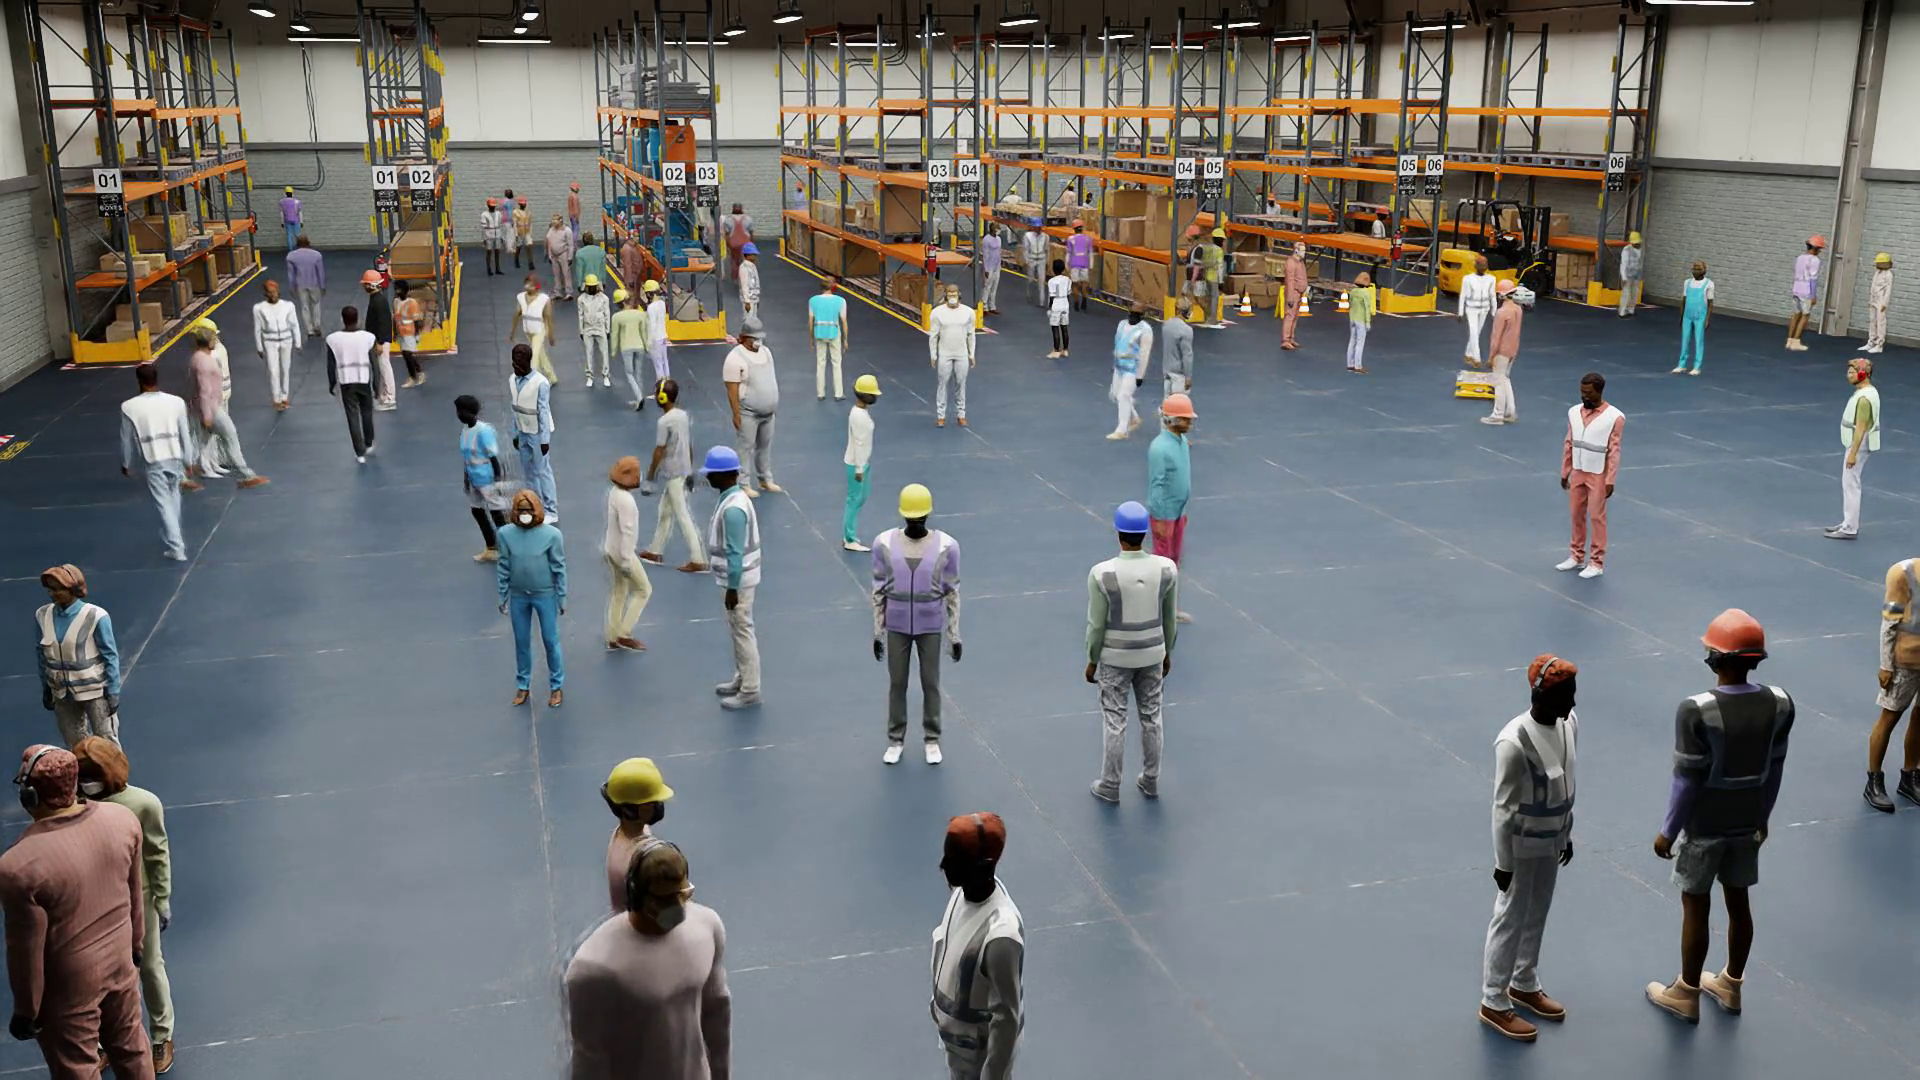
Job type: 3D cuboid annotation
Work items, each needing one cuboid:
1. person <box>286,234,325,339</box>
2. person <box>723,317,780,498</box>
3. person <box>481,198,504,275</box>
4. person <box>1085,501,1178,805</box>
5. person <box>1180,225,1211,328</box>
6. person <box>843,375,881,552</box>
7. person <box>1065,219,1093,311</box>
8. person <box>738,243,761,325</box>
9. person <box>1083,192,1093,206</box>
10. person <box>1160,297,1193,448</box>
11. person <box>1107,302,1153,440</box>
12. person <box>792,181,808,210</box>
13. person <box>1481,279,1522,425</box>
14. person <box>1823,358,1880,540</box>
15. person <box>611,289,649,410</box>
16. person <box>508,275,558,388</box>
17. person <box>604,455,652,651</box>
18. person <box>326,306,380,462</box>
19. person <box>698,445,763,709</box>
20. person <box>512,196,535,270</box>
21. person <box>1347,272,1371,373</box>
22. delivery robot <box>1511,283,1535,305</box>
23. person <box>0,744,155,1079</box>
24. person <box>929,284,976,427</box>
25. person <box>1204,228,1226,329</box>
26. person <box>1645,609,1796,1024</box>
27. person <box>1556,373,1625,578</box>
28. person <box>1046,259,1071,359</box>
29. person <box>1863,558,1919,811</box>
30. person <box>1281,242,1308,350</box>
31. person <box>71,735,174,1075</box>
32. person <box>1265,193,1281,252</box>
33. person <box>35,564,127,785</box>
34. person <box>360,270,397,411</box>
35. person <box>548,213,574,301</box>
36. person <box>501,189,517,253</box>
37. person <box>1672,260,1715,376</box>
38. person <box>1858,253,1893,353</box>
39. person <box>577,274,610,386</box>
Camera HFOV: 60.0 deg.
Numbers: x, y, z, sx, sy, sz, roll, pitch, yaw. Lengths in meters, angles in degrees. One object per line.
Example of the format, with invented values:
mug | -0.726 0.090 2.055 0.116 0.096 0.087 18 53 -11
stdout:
person | -12.161 -4.727 30.960 0.653 1.913 0.810 -6 16 -21
person | -2.281 -1.491 18.546 0.536 2.000 0.686 11 18 34
person | -11.772 -7.656 41.950 0.551 1.932 0.378 -13 20 -40
person | 1.068 0.713 10.432 0.603 1.949 0.384 -5 16 -17
person | 4.529 -5.078 32.131 0.946 2.005 0.621 -3 15 -11
person | -0.972 -0.756 16.343 0.425 1.754 0.545 1 15 5
person | 2.497 -5.773 34.936 0.564 1.894 0.614 -1 15 -5
person | -3.621 -4.141 28.697 0.384 1.948 0.605 2 15 6
person | 3.487 -8.600 45.640 0.328 1.865 0.521 7 16 23
person | 2.772 -2.119 21.140 0.384 1.928 0.634 -6 16 -22
person | 2.182 -2.206 21.690 0.496 1.807 0.649 -8 17 -28
person | -4.944 -10.171 51.493 0.563 1.890 0.543 5 16 20
person | 7.393 -2.556 22.680 0.421 1.985 0.621 14 20 42
person | 9.057 -0.916 16.793 0.403 1.831 0.572 7 17 26
person | -4.683 -2.722 23.793 0.586 1.724 0.664 -12 19 -38
person | -6.431 -3.115 25.154 0.577 1.787 1.017 8 17 28
person | -2.664 0.120 13.300 0.407 1.614 0.531 -7 16 -25
person | -7.502 -1.954 20.597 0.608 1.871 0.960 -6 16 -22
person | -1.665 0.261 12.159 0.429 1.937 0.626 -3 15 -11
person | -11.440 -8.034 43.453 0.547 1.905 0.927 -11 18 -35
person | 6.489 -3.530 27.020 0.287 1.629 0.501 -6 16 -22
delivery robot | 11.789 -5.153 34.987 0.477 0.478 0.707 -3 15 -10
person | -3.562 1.727 6.696 0.407 1.908 0.641 5 16 16
person | -0.099 -2.491 22.504 0.635 1.938 0.354 -2 15 -8
person | 4.934 -5.062 32.210 0.383 1.923 0.589 -5 16 -18
person | 3.614 1.321 7.960 0.605 2.045 0.383 -4 15 -14
person | 5.882 -0.618 15.523 0.405 1.906 0.604 -9 17 -29
person | 1.680 -3.949 28.455 0.316 1.695 0.541 14 20 42
person | 5.982 0.751 10.329 0.543 1.928 0.373 -2 15 -6
person | 5.955 -4.326 29.504 0.398 1.898 0.636 7 16 24
person | -3.818 1.648 7.517 0.497 1.633 0.287 -2 15 -6
person | 8.907 -9.082 47.685 0.580 1.736 0.573 2 15 6
person | -5.374 0.939 10.172 0.525 1.639 0.307 3 15 10
person | -8.304 -2.856 23.770 0.379 1.996 0.609 -6 16 -21
person | -8.809 -6.224 36.616 0.651 1.907 0.409 8 17 26
person | -12.917 -9.204 47.989 0.573 1.821 0.650 -6 16 -20
person | 11.818 -3.571 26.749 0.326 1.843 0.517 -11 19 -37
person | 16.098 -4.159 29.173 0.311 1.736 0.483 0 15 0
person | -5.643 -3.235 25.694 0.484 1.736 0.322 -2 15 -8
